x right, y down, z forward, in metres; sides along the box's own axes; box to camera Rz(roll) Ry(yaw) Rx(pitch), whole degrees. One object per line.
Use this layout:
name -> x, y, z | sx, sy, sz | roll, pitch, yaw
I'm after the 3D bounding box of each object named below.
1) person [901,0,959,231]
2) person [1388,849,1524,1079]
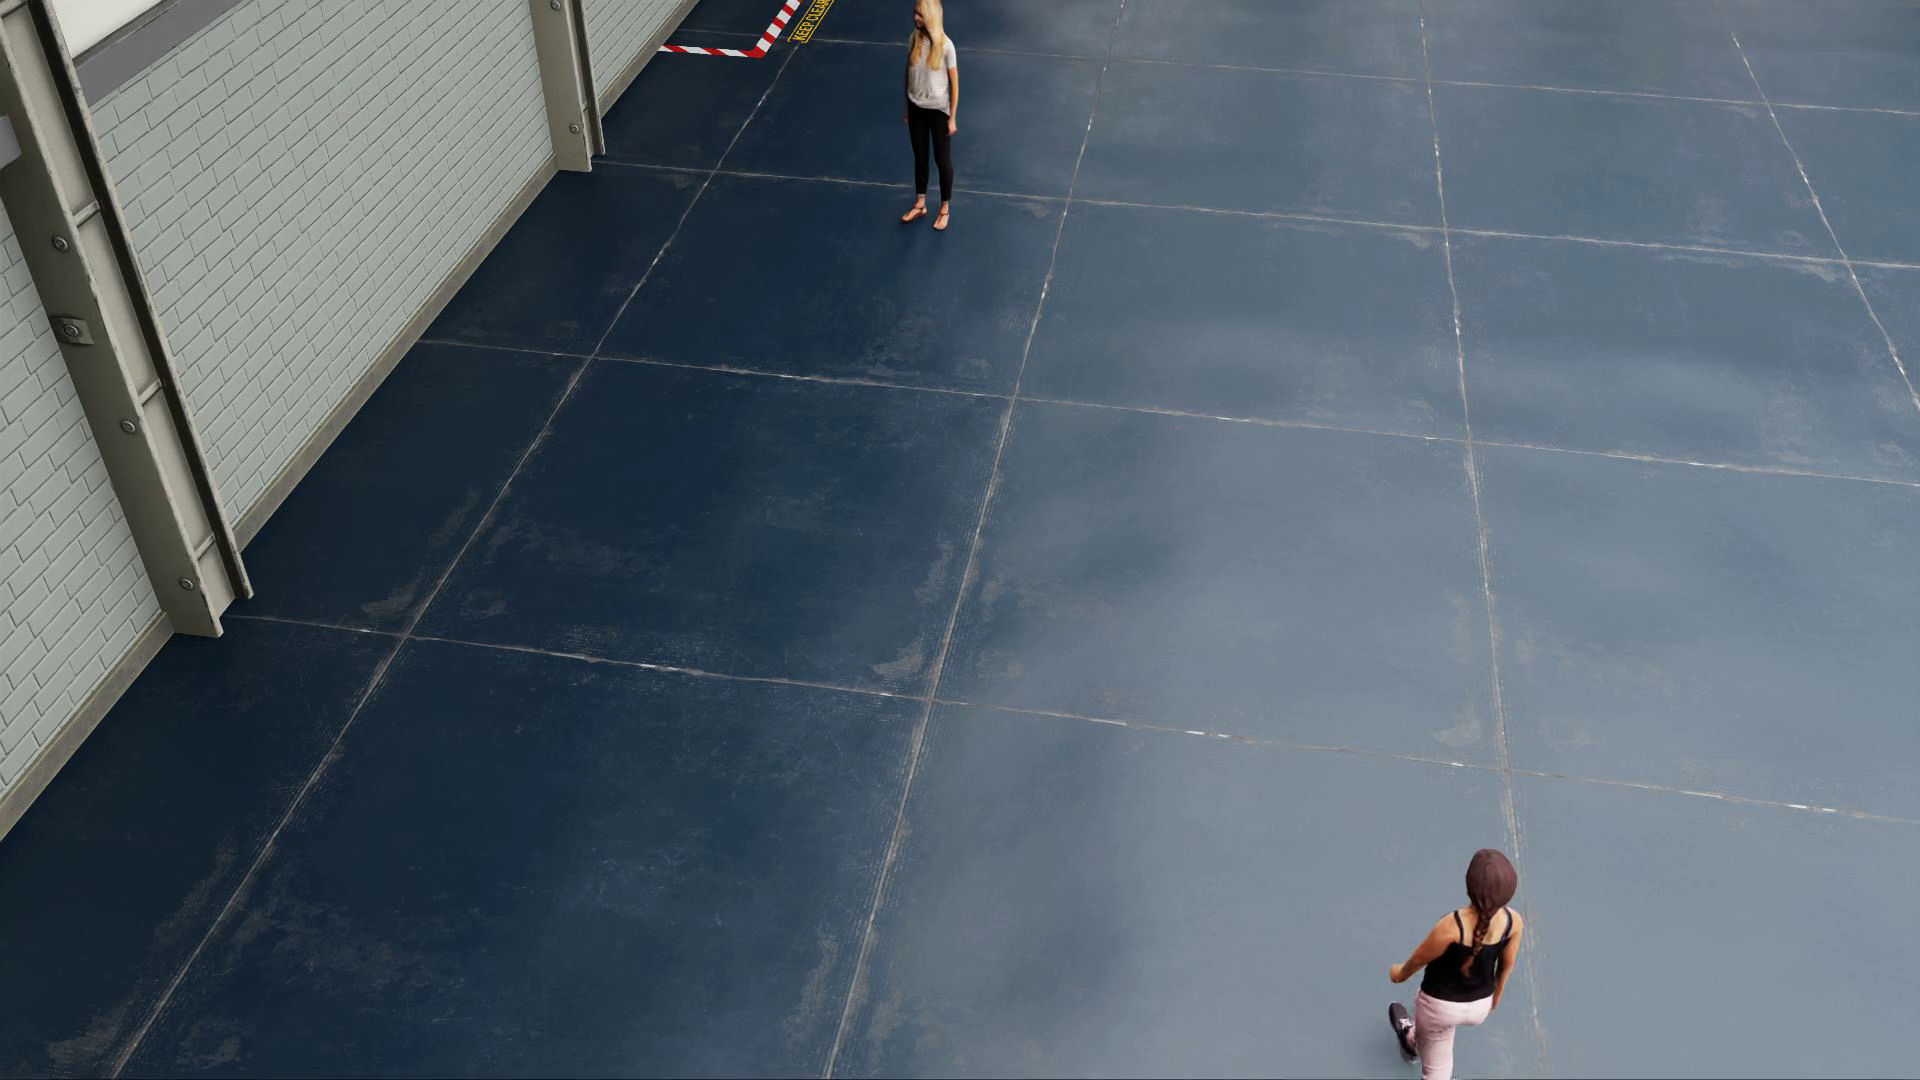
person -> -0.216, -3.277, 12.719 | 0.676, 1.824, 0.650 | 20, 42, 23
person -> 1.925, 1.840, 6.423 | 0.794, 1.523, 1.091 | -7, 39, -9
